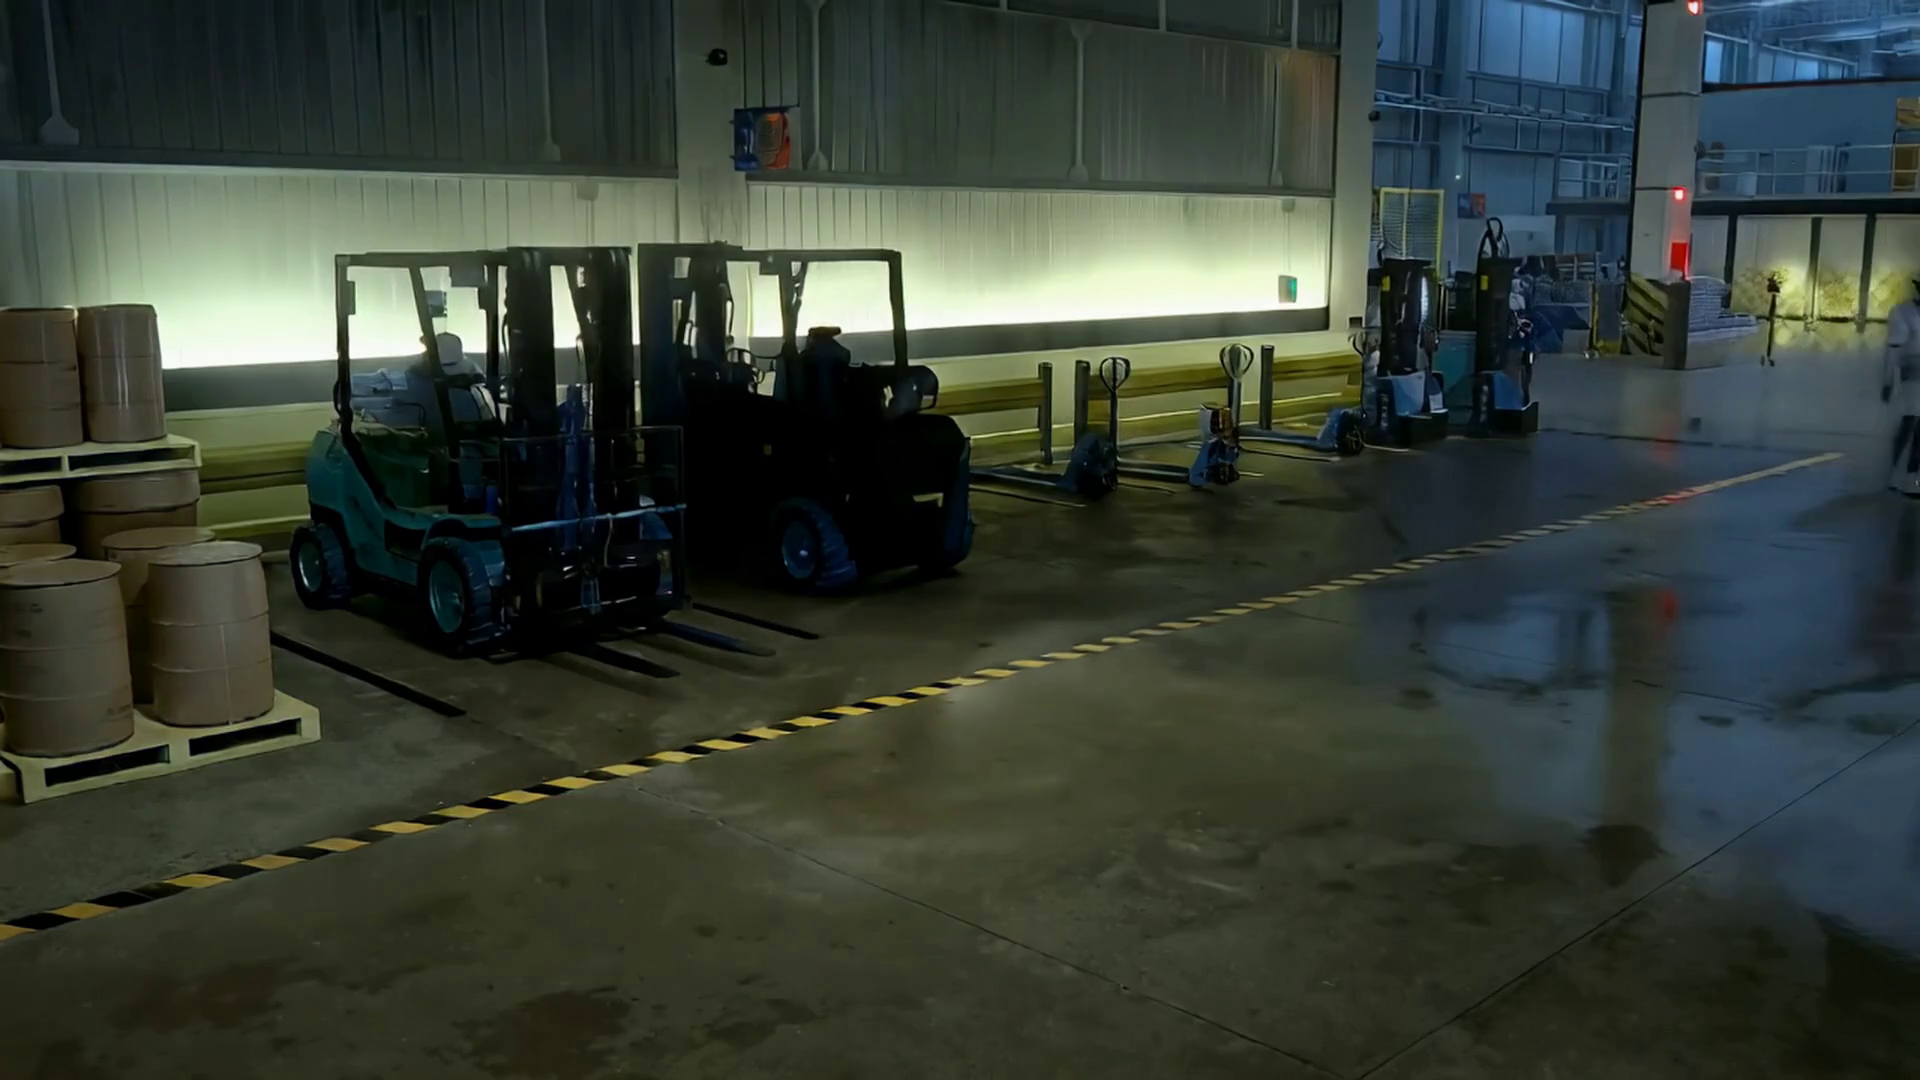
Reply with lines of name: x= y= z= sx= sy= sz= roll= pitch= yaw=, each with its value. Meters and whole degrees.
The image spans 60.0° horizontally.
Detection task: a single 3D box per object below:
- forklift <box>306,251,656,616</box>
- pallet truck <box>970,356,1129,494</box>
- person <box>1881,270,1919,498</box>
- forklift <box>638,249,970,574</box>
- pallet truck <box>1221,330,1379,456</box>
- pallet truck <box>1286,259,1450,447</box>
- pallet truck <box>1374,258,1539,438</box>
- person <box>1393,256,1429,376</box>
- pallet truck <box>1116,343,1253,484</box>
forklift: x=-2.833 y=-0.669 z=9.694 sx=1.157 sy=1.987 sz=2.680 roll=-10 pitch=14 yaw=-44
pallet truck: x=0.784 y=-1.085 z=14.876 sx=0.680 sy=1.201 sz=1.601 roll=-10 pitch=14 yaw=-44
person: x=8.202 y=-1.360 z=14.176 sx=0.632 sy=2.032 sz=0.420 roll=0 pitch=10 yaw=-2
forklift: x=-1.173 y=-0.958 z=11.239 sx=2.680 sy=1.987 sz=1.157 roll=10 pitch=14 yaw=43
pallet truck: x=3.563 y=-1.581 z=17.381 sx=0.653 sy=1.274 sz=1.630 roll=-10 pitch=14 yaw=-44
pallet truck: x=4.493 y=-2.078 z=18.196 sx=0.823 sy=1.965 sz=1.885 roll=-9 pitch=14 yaw=-40
pallet truck: x=5.704 y=-2.208 z=18.901 sx=1.885 sy=1.965 sz=0.823 roll=10 pitch=14 yaw=43
person: x=7.150 y=-3.574 z=26.598 sx=0.651 sy=1.907 sz=0.409 roll=3 pitch=11 yaw=17
pallet truck: x=1.962 y=-1.215 z=15.415 sx=1.522 sy=1.261 sz=0.704 roll=10 pitch=14 yaw=43
